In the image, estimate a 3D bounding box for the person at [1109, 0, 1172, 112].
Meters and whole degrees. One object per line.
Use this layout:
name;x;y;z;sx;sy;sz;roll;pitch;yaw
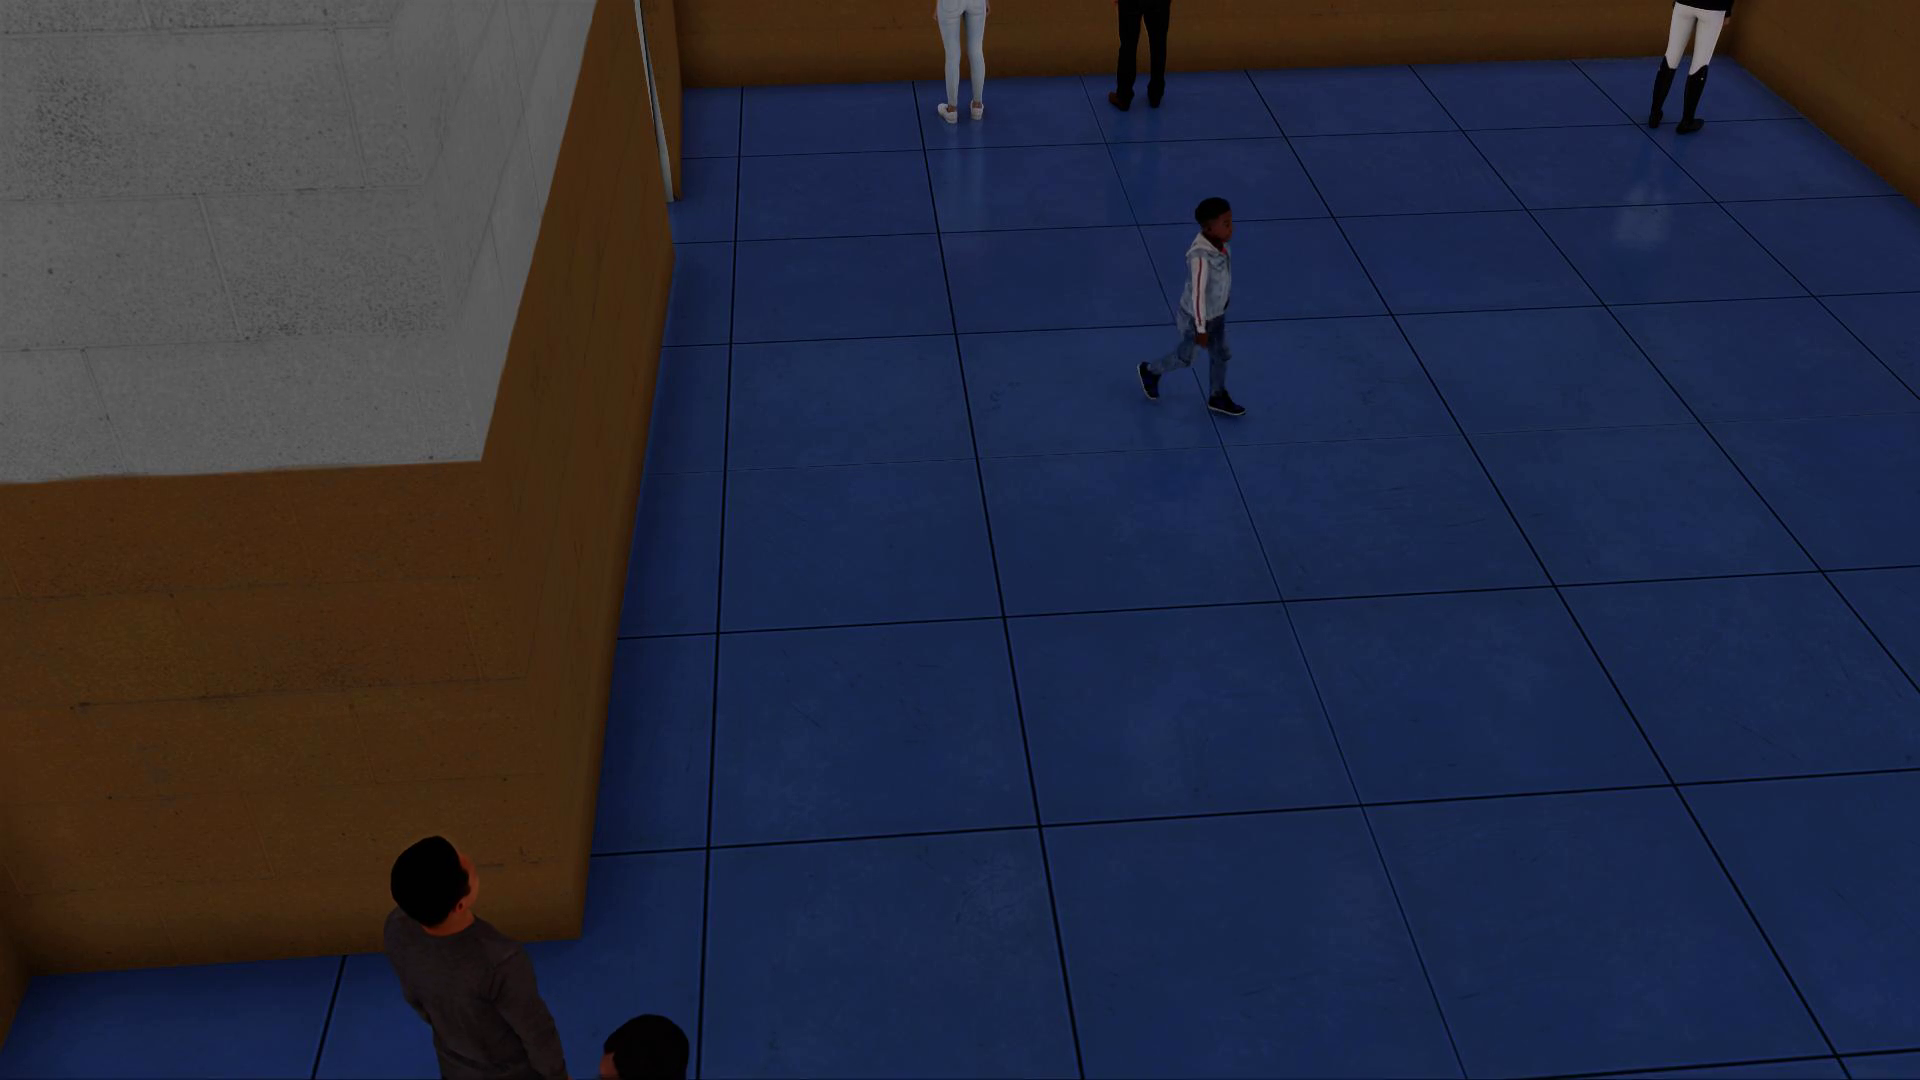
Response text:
person;1.353;-4.031;12.180;0.575;1.755;0.747;-8;38;-11

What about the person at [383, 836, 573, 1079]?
person;-1.362;1.504;4.800;0.653;1.768;0.777;-11;38;-15

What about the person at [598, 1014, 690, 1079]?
person;-0.770;1.837;4.379;0.663;1.741;0.711;30;46;34

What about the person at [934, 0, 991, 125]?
person;0.018;-3.879;11.986;0.551;1.751;0.671;-9;38;-11

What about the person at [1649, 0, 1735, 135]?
person;5.267;-3.766;11.840;0.662;1.729;0.723;26;44;31

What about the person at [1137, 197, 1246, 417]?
person;1.254;-1.245;8.901;0.880;1.242;0.794;23;43;28
